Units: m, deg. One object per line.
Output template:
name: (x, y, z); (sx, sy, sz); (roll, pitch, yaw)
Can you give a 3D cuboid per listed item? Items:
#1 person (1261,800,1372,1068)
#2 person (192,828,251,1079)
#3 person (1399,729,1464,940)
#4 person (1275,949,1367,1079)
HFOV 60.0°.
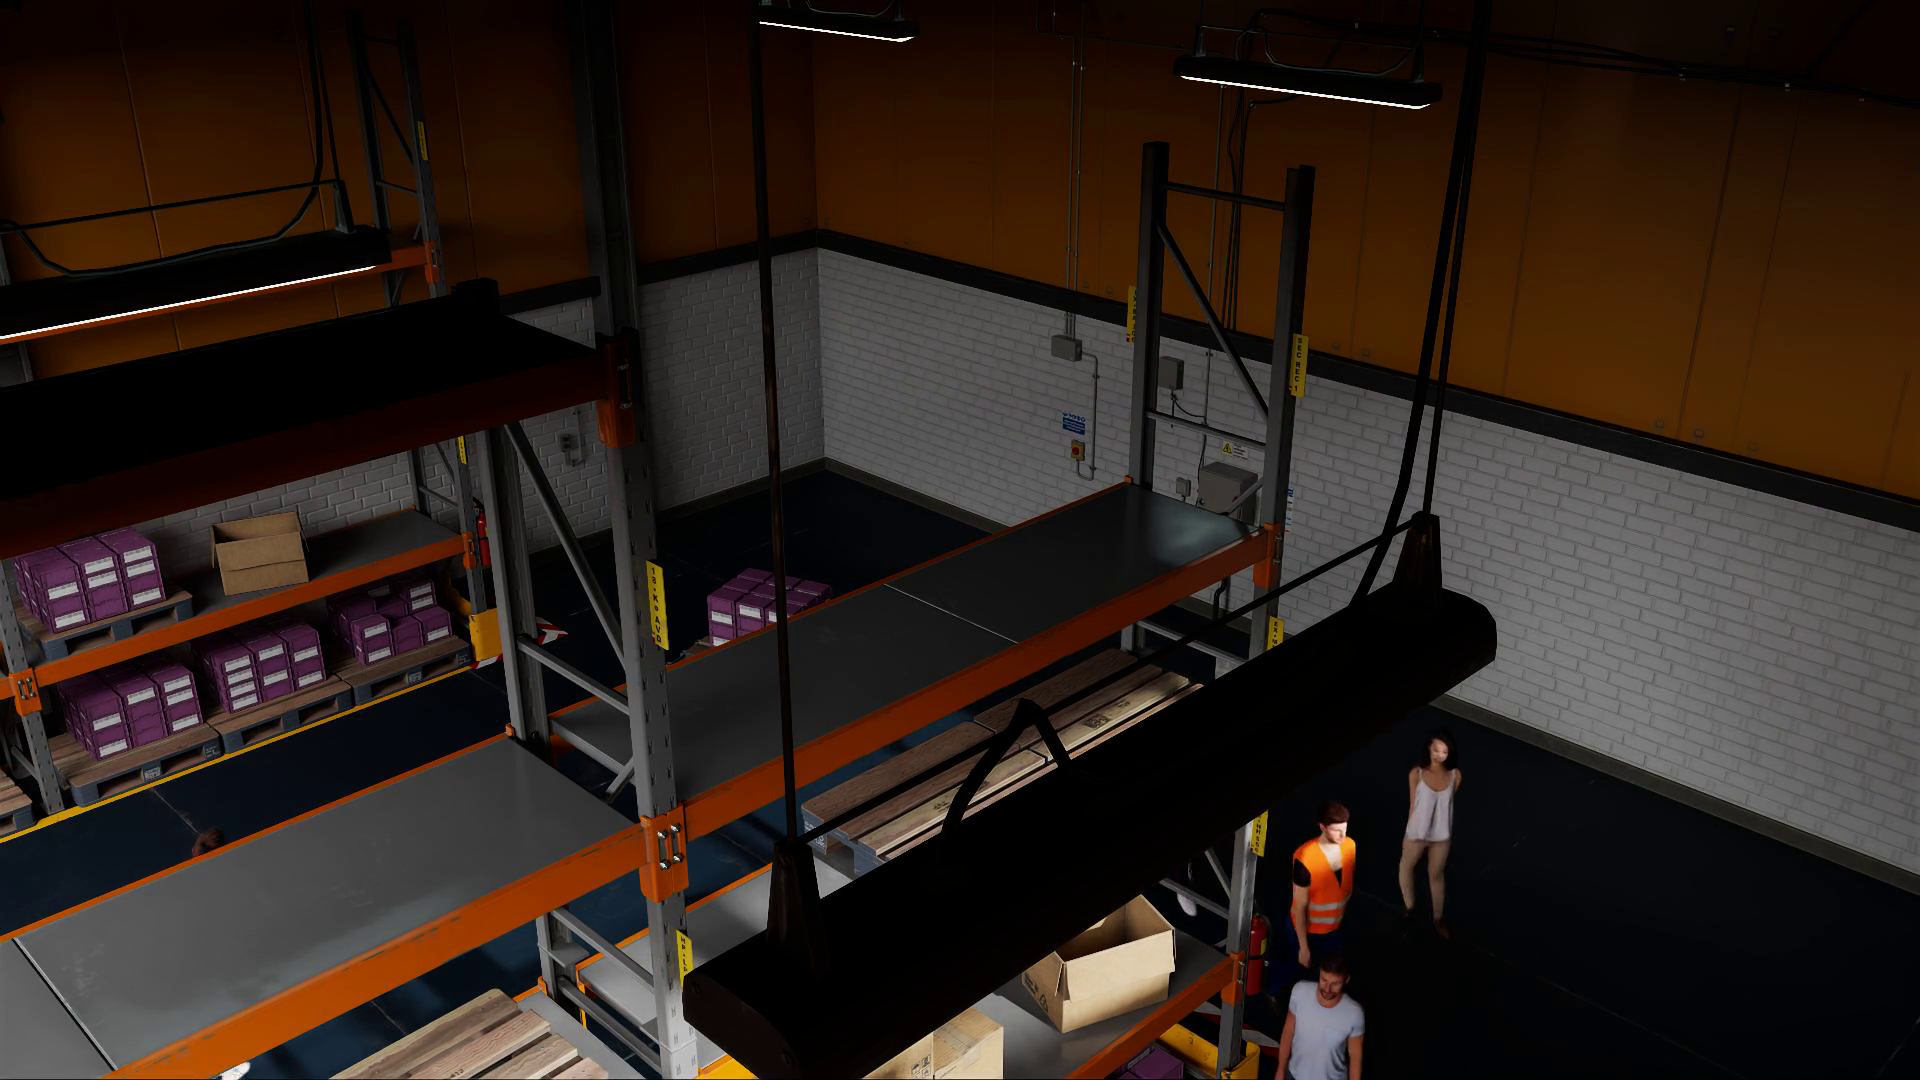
person: (2.278, 2.484, 10.971); (1.267, 1.837, 0.990); (-12, 26, -25)
person: (-4.731, 2.695, 10.719); (0.995, 1.652, 1.167); (4, 24, 10)
person: (3.404, 2.158, 11.942); (0.832, 1.656, 0.780); (15, 28, 31)
person: (2.082, 3.079, 9.589); (0.756, 1.852, 0.834); (13, 27, 27)
